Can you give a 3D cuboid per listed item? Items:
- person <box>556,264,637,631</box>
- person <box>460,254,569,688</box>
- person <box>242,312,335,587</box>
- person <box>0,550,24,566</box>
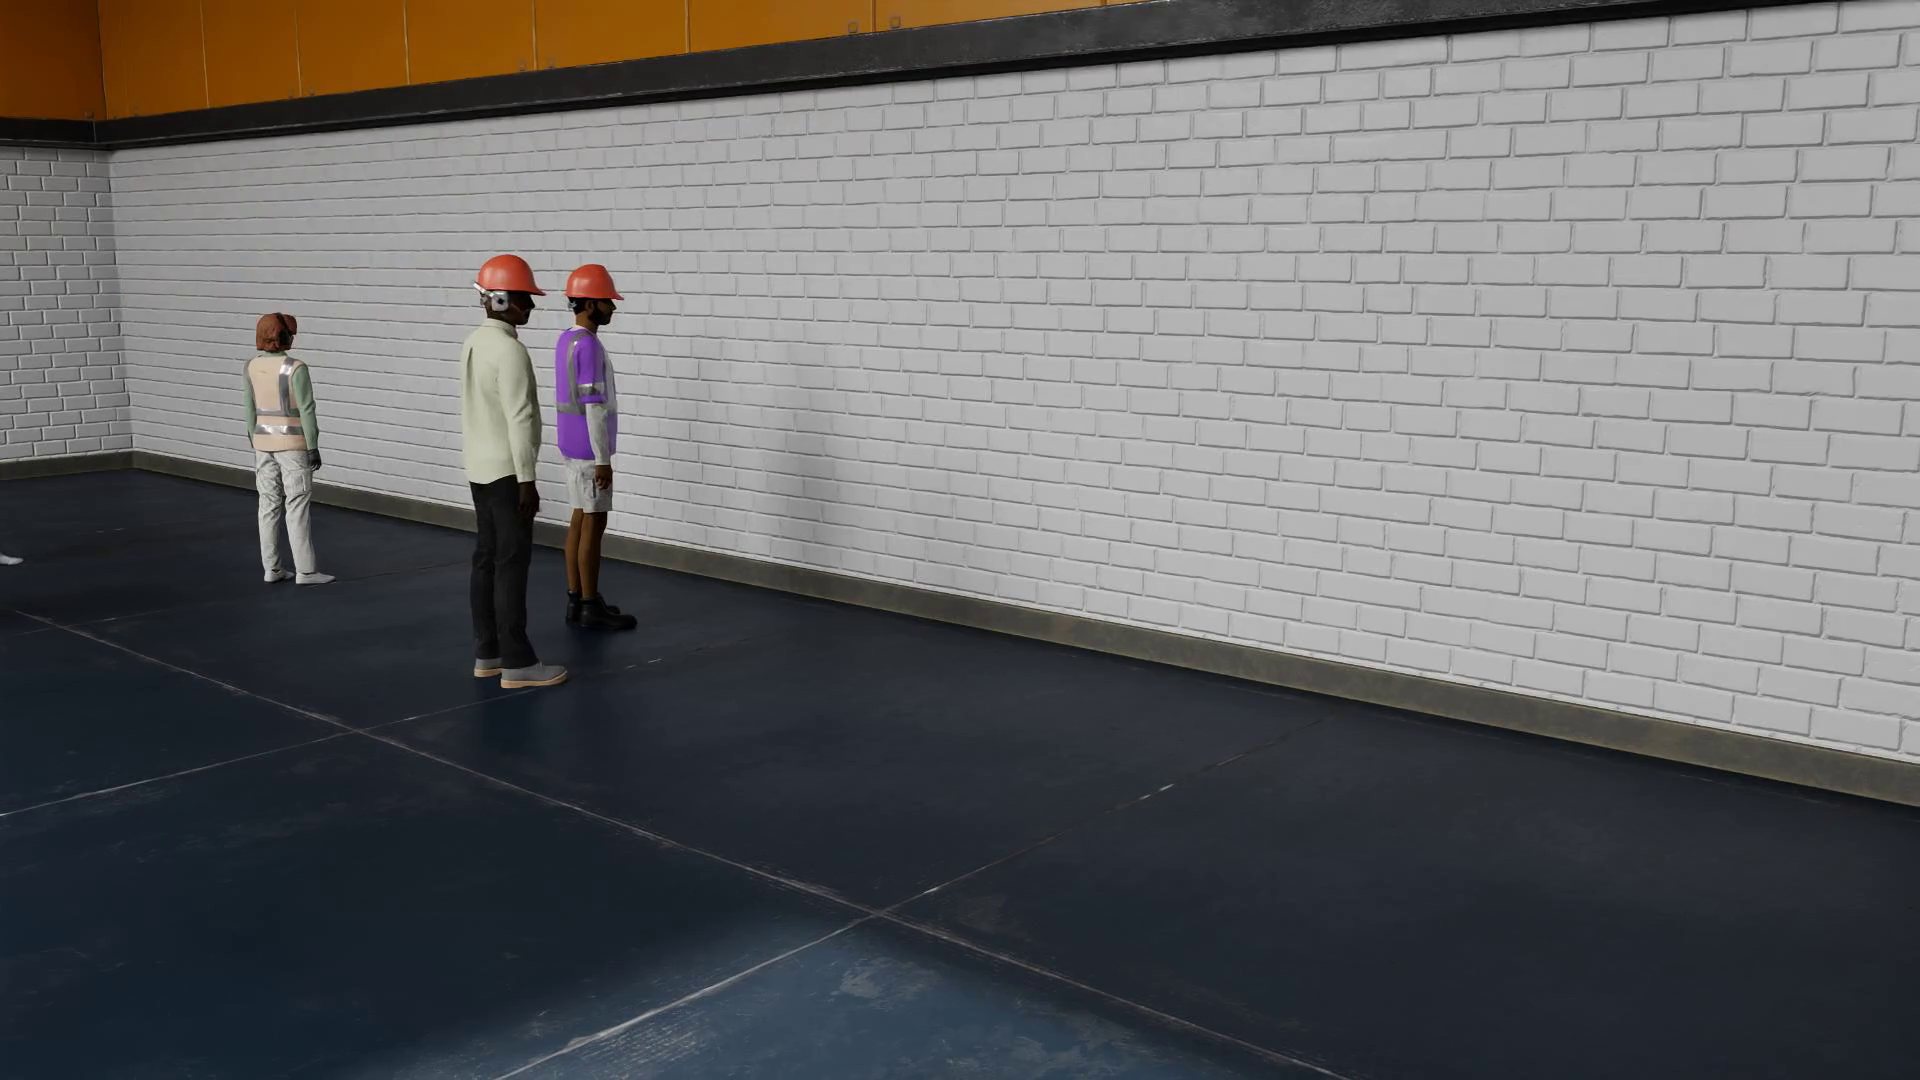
[{"bbox_3d":[-1.943,-0.487,8.849,0.367,1.935,0.552,-5,11,-26],"label":"person"},{"bbox_3d":[-2.099,-0.317,7.726,0.392,1.991,0.613,-7,12,-36],"label":"person"},{"bbox_3d":[-4.052,-0.536,9.970,0.514,1.642,0.310,4,11,23],"label":"person"},{"bbox_3d":[-6.235,-0.600,10.355,0.542,1.621,0.532,-6,12,-33],"label":"person"}]
